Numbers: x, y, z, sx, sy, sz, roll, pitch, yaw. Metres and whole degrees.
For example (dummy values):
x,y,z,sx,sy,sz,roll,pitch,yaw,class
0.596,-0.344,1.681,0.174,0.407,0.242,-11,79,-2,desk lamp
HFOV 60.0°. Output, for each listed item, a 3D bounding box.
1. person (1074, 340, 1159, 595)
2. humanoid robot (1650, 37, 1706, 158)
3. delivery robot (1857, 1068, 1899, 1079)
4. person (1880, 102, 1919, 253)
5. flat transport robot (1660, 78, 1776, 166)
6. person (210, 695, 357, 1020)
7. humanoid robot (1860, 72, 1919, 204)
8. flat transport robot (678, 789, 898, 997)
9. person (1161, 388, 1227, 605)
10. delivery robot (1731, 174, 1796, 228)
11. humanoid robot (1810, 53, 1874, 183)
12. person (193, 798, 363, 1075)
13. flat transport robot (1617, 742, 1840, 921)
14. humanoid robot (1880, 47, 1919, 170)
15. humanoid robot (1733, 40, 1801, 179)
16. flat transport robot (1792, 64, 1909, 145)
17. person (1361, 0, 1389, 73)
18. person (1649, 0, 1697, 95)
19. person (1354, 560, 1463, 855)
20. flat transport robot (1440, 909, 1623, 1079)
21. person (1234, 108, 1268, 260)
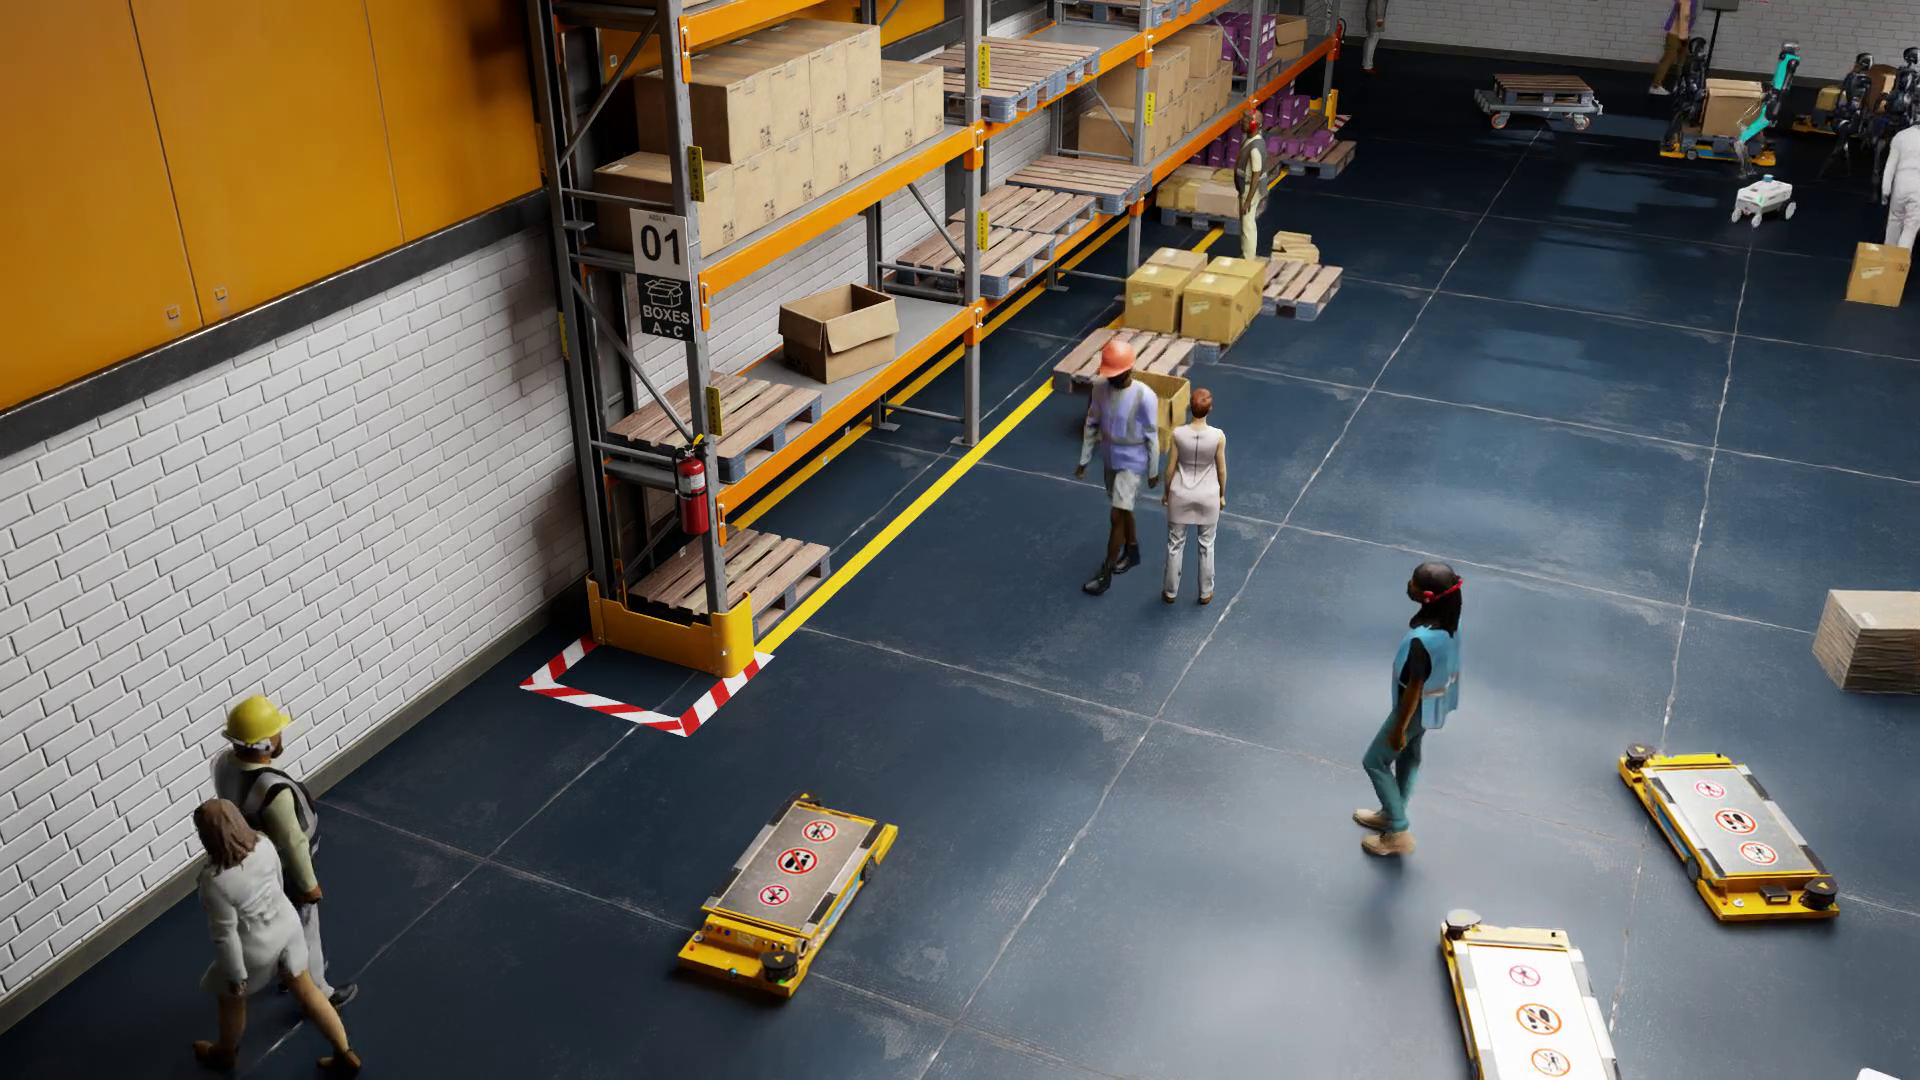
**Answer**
x,y,z,sx,sy,sz,roll,pitch,yaw,class
1.099,-0.544,12.017,0.792,1.900,0.556,-24,36,-37,person
9.760,-5.890,22.226,0.775,1.625,0.584,-3,28,-5,humanoid robot
4.367,2.680,7.422,0.734,0.560,0.499,16,32,27,delivery robot
10.407,-3.837,18.203,0.625,1.868,0.958,17,33,29,person
10.277,-5.308,22.570,1.431,0.231,0.659,10,30,18,flat transport robot
-3.345,1.562,8.199,0.590,1.824,0.403,22,35,35,person
11.460,-4.952,20.477,0.612,1.632,0.697,15,32,25,humanoid robot
-0.920,1.912,9.183,0.659,0.231,1.431,10,30,19,flat transport robot
1.663,-0.303,11.821,0.457,1.660,0.280,3,29,6,person
9.686,-4.094,20.039,0.814,0.614,0.499,-19,34,-31,delivery robot
11.406,-5.398,21.295,0.768,1.621,0.612,-4,29,-8,humanoid robot
-3.318,1.881,7.821,0.887,1.607,0.513,11,30,19,person
4.423,1.666,9.639,0.659,0.231,1.431,-1,28,-3,flat transport robot
12.163,-5.516,21.467,0.385,1.647,0.600,1,28,1,humanoid robot
10.307,-5.536,21.465,0.666,1.808,0.538,5,29,10,humanoid robot
12.654,-5.840,23.557,1.431,0.231,0.659,22,35,35,flat transport robot
6.717,-8.466,26.796,0.365,1.825,0.509,0,28,-1,person
11.044,-7.725,25.319,0.779,1.910,0.590,14,31,24,person
2.529,0.933,9.320,0.473,1.860,0.555,20,34,32,person
2.835,2.404,8.271,0.659,0.231,1.431,3,28,5,flat transport robot
3.134,-3.752,18.023,0.389,1.847,0.562,2,28,3,person
